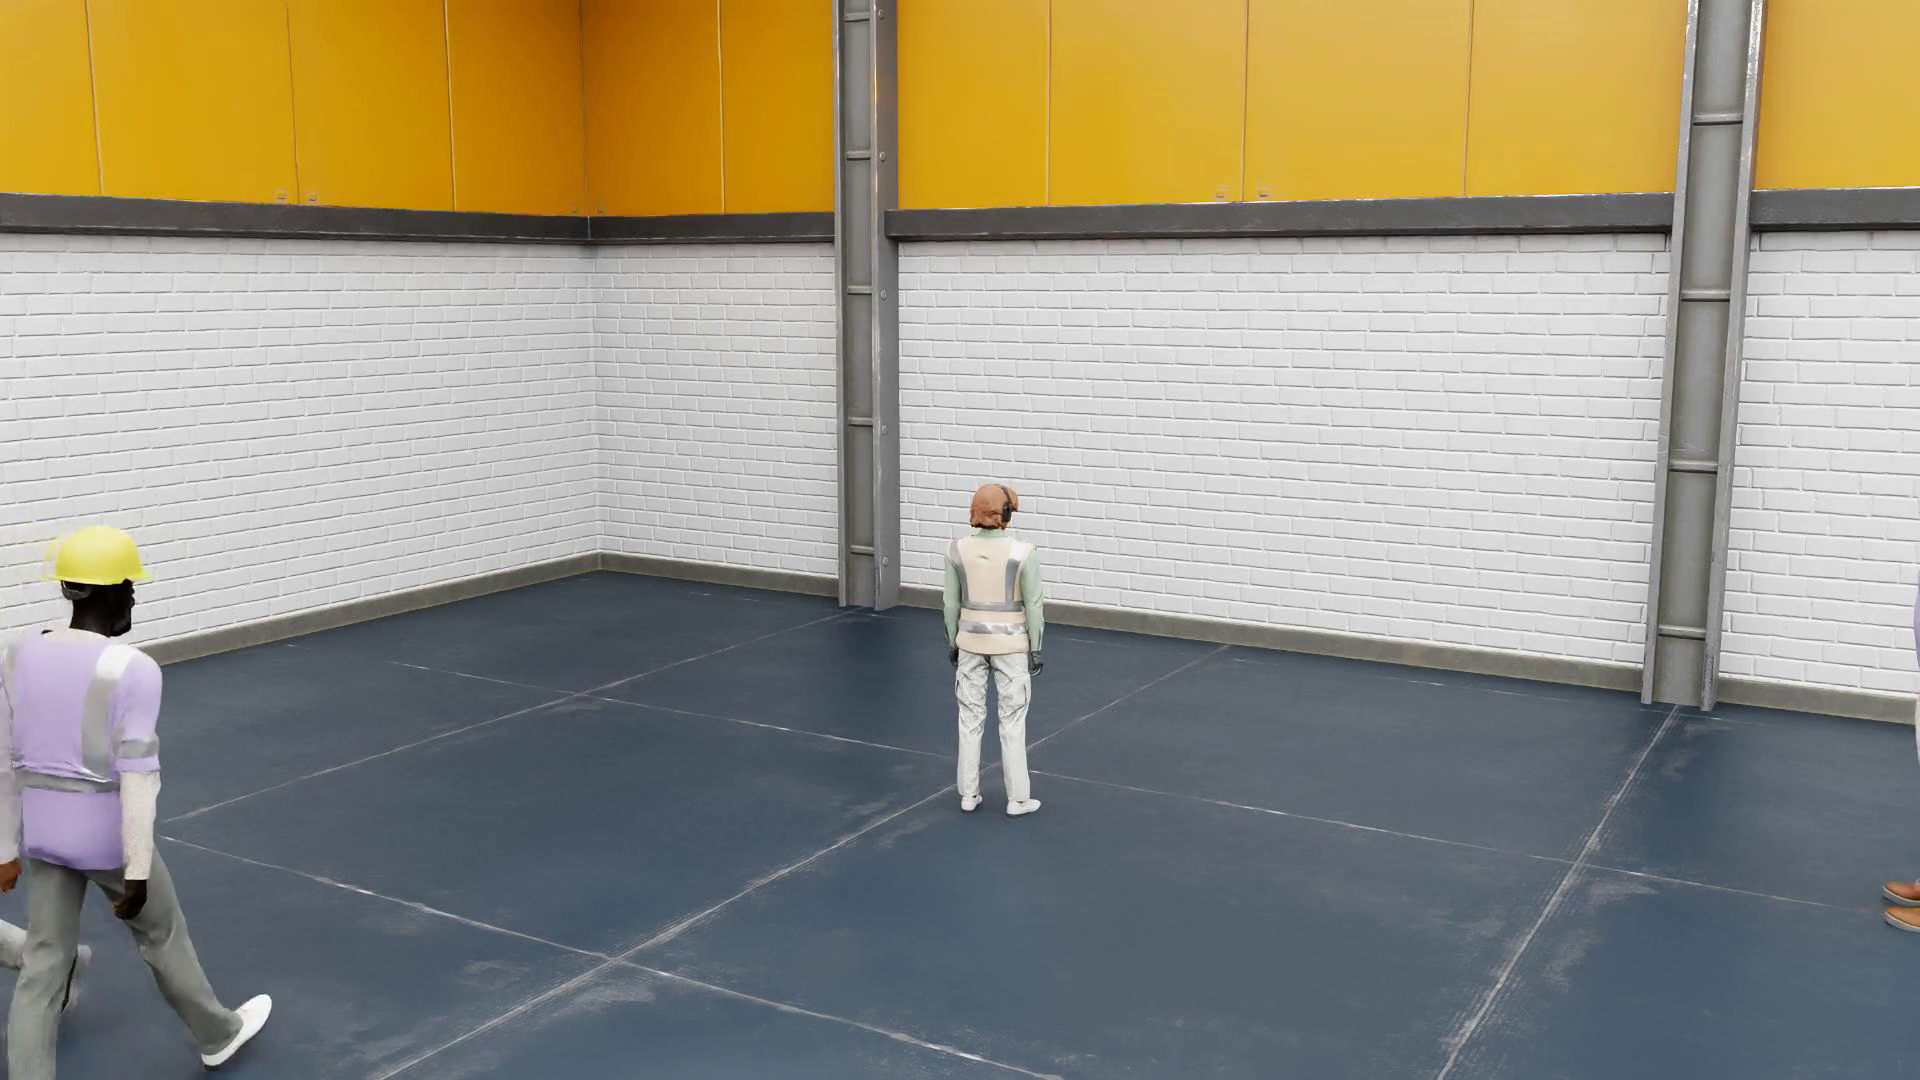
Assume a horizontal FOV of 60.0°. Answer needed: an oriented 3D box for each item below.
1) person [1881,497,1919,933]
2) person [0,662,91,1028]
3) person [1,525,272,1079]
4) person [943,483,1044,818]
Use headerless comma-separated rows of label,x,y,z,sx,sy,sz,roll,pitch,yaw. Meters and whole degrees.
person,3.984,0.617,6.688,0.355,1.936,0.635,5,10,29
person,-3.221,0.898,5.377,0.597,1.804,0.778,5,10,27
person,-2.651,0.888,5.183,0.599,1.874,0.968,3,9,15
person,0.164,0.539,8.106,0.514,1.639,0.310,4,10,21
